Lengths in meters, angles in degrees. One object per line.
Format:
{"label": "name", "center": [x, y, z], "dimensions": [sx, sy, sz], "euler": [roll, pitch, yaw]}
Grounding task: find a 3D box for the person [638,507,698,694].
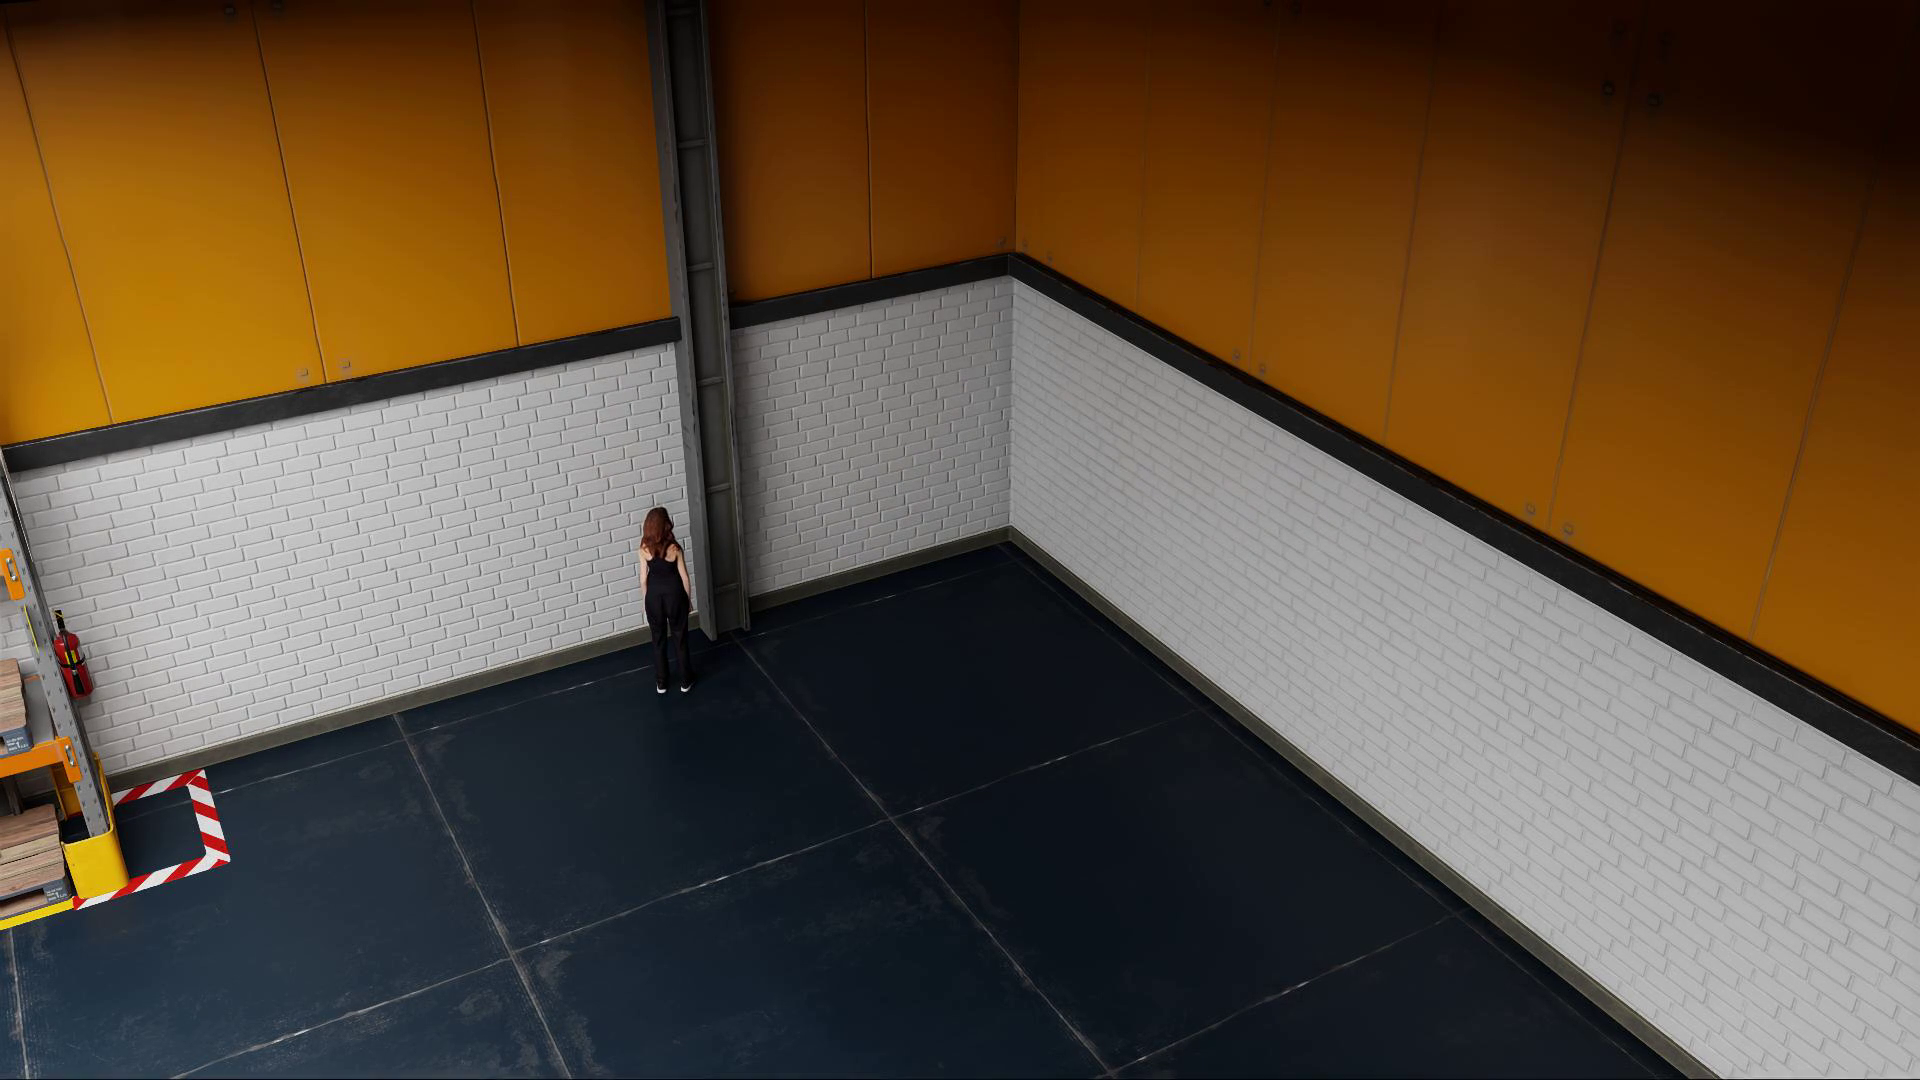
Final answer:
{"label": "person", "center": [-2.497, 0.511, 14.110], "dimensions": [0.607, 1.748, 0.717], "euler": [-1, 29, -2]}
